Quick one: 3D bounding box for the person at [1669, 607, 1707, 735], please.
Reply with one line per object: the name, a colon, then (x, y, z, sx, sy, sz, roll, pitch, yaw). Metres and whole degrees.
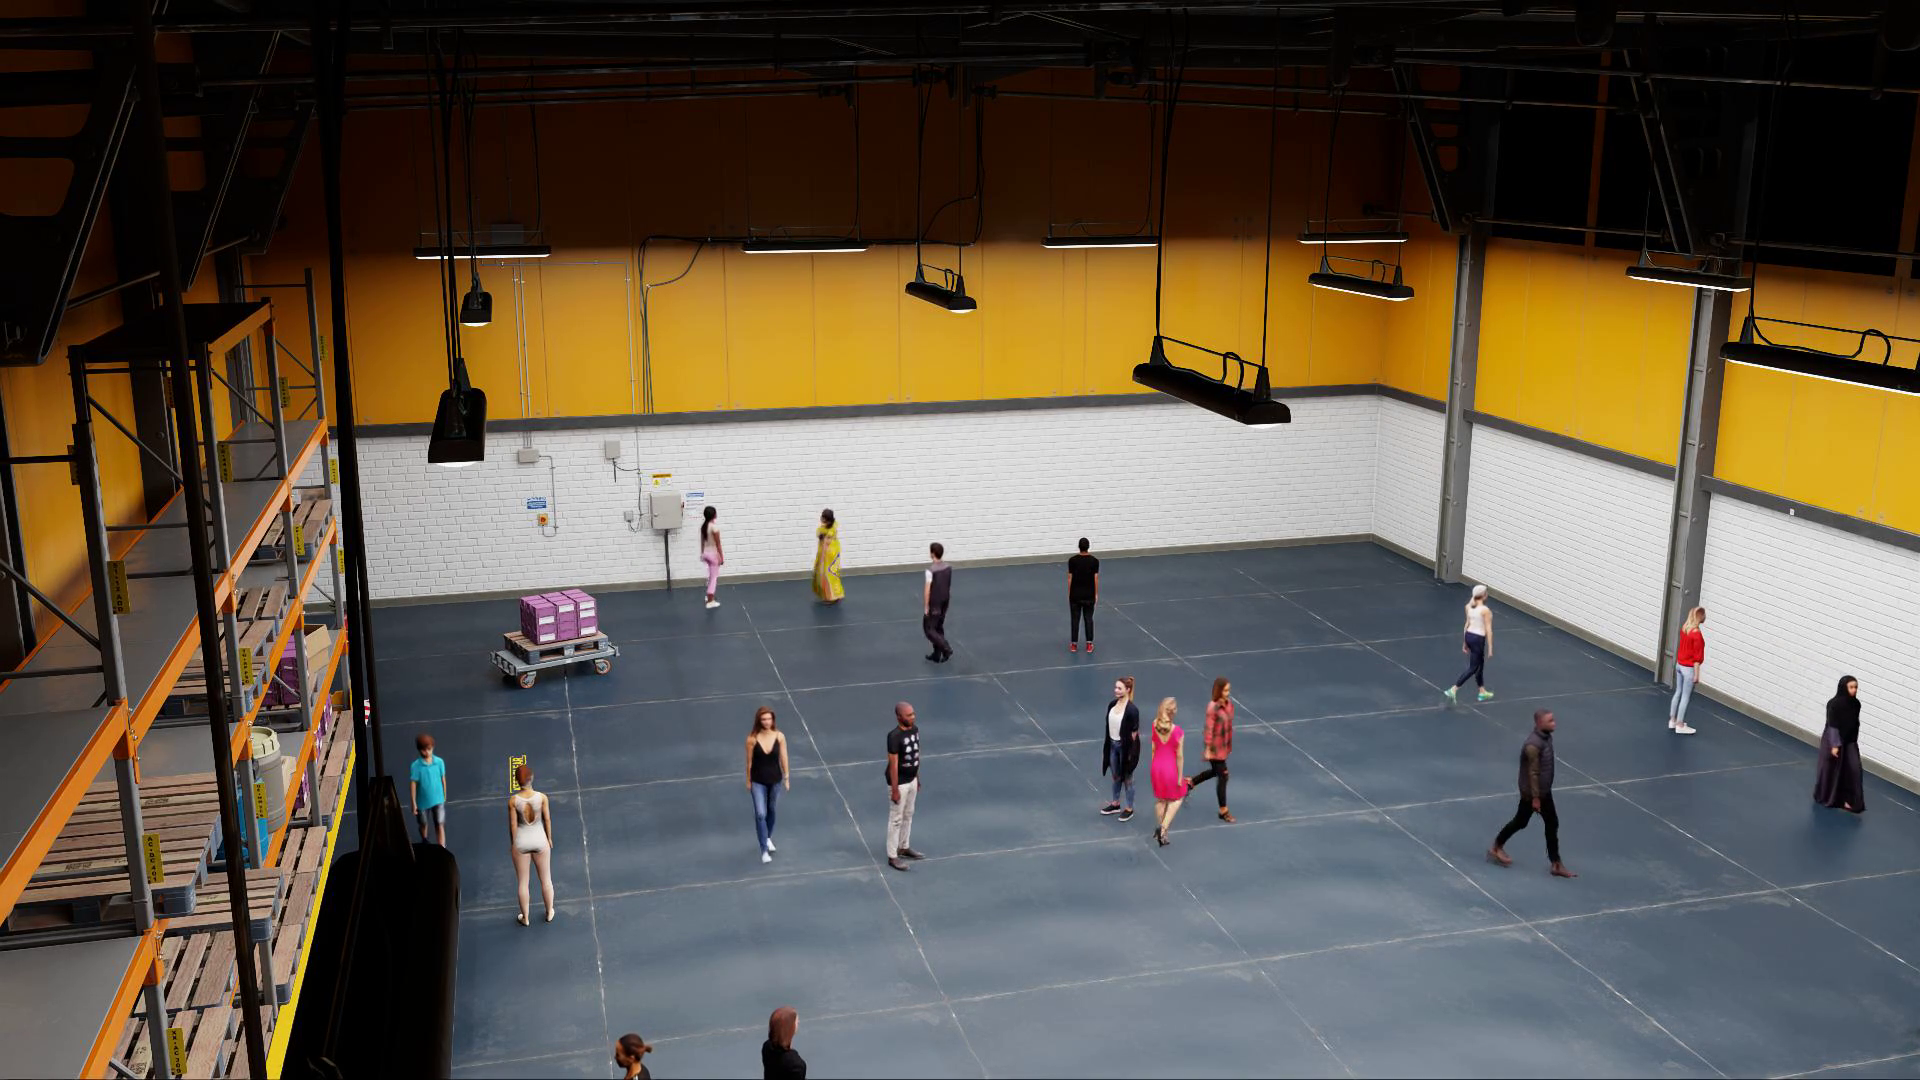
person: (9.499, 1.685, 21.707, 0.702, 1.702, 0.505, -1, 14, -5)

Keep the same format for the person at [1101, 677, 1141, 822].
person: (1.860, 2.359, 18.963, 0.769, 1.682, 0.639, -11, 17, -37)

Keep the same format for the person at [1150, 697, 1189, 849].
person: (2.193, 2.554, 18.087, 0.782, 1.717, 0.830, 10, 17, 36)

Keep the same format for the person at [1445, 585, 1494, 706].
person: (6.978, 1.459, 22.702, 0.831, 1.672, 1.140, -7, 15, -25)

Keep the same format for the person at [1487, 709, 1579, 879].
person: (5.985, 2.650, 17.534, 1.311, 1.791, 1.145, 11, 18, 39)

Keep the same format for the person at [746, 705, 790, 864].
person: (-2.117, 2.585, 18.008, 0.647, 1.694, 0.939, -5, 15, -21)

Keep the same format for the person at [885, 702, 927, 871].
person: (-0.616, 2.585, 17.773, 0.812, 1.805, 0.756, 8, 16, 30)

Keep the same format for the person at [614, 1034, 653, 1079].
person: (-2.205, 4.172, 11.505, 0.646, 1.668, 0.468, -3, 14, -11)

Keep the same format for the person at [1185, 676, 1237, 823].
person: (2.873, 2.358, 18.983, 1.125, 1.676, 0.959, 12, 18, 41)

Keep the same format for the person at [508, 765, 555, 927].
person: (-4.238, 2.999, 16.407, 0.578, 1.643, 0.499, -5, 15, -22)

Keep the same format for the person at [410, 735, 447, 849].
person: (-5.718, 2.764, 17.861, 0.662, 1.415, 1.022, -6, 15, -25)

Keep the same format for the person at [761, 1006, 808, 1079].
person: (-1.248, 4.097, 11.750, 0.724, 1.700, 0.600, -12, 18, -40)

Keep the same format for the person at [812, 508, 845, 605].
person: (-2.206, 0.240, 27.818, 1.076, 1.635, 0.988, 6, 15, 23)

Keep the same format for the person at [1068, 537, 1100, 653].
person: (1.849, 0.823, 25.151, 0.672, 1.756, 0.635, 0, 14, 0)

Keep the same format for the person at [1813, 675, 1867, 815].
person: (10.156, 2.316, 19.296, 0.664, 1.611, 0.927, -2, 14, -7)

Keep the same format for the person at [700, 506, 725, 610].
person: (-4.162, 0.301, 27.373, 0.693, 1.725, 0.776, 12, 18, 42)

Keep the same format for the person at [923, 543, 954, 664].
person: (-0.269, 0.961, 24.419, 0.888, 1.833, 1.015, -13, 19, -43)
